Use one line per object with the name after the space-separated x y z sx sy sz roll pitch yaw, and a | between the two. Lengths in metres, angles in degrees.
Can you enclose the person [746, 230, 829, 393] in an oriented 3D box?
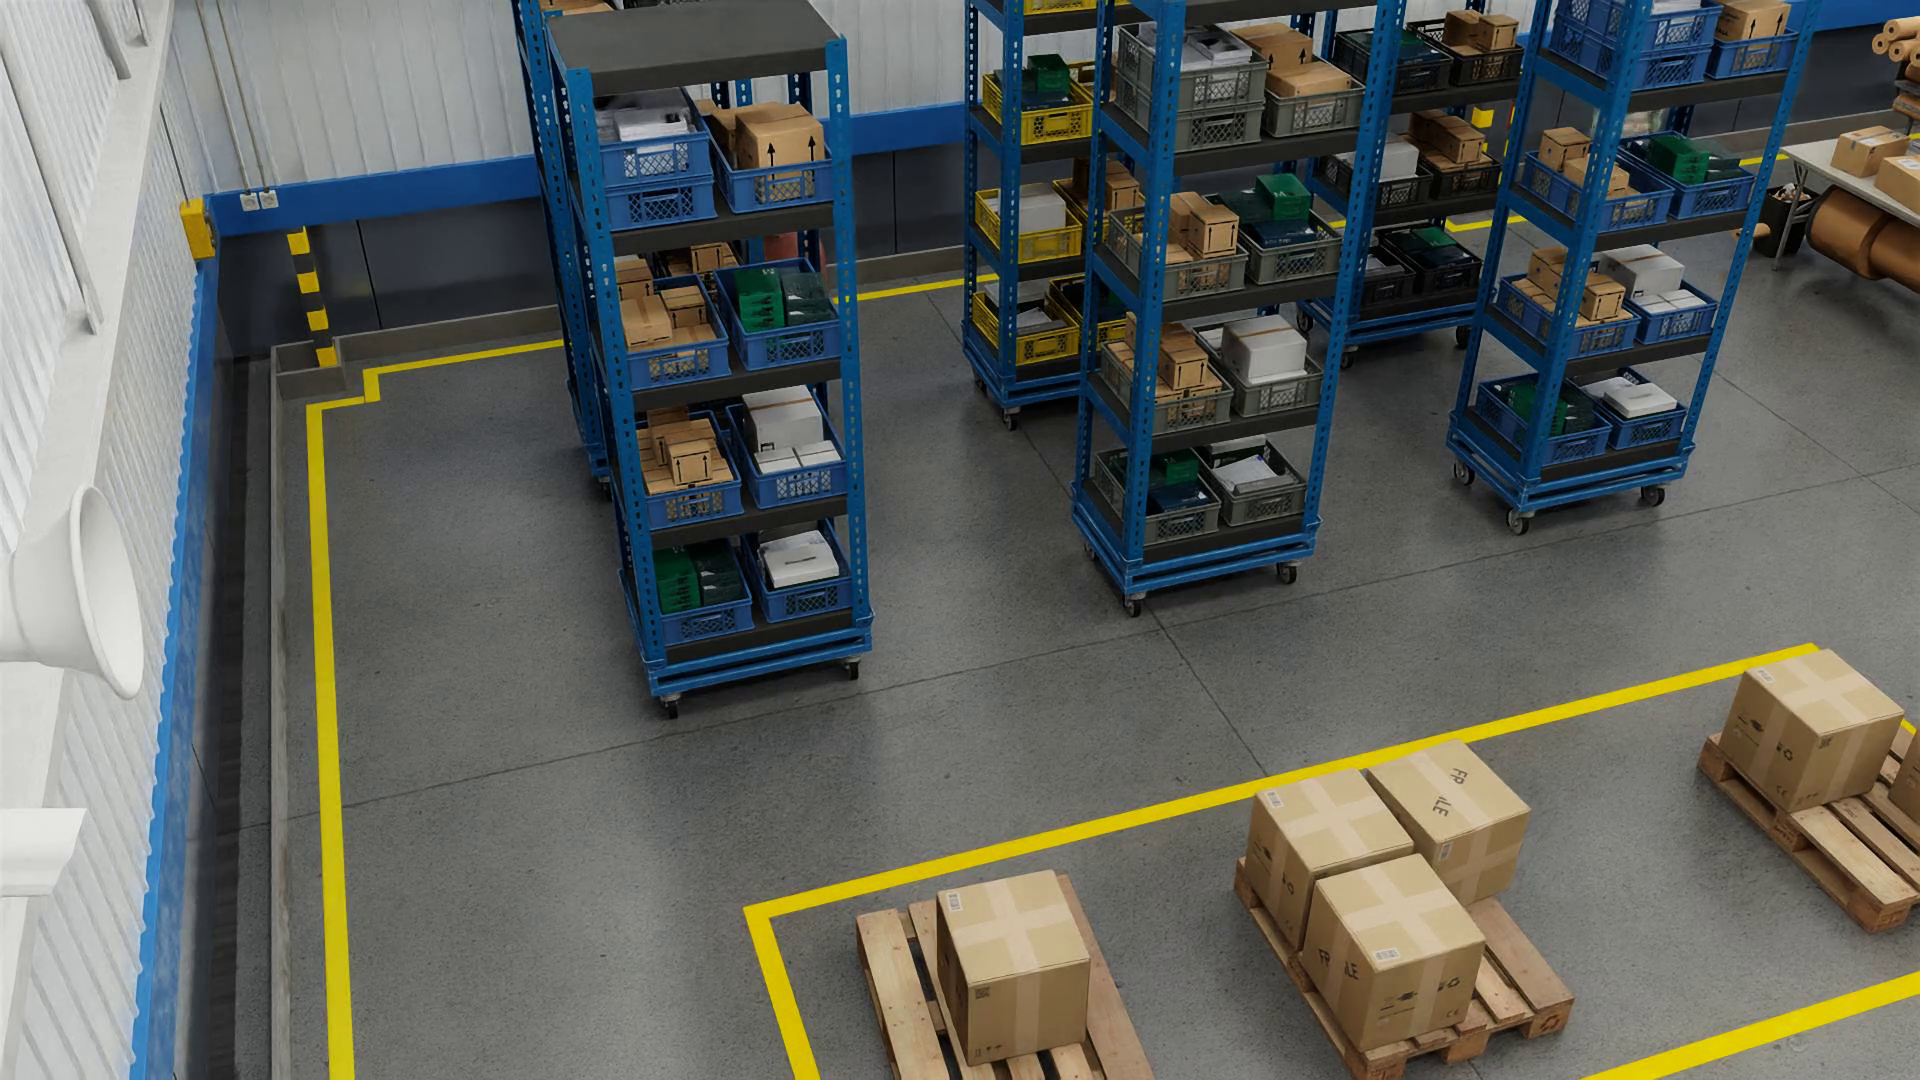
-1.102 -1.385 10.510 0.614 1.993 0.395 23 41 29 | person
